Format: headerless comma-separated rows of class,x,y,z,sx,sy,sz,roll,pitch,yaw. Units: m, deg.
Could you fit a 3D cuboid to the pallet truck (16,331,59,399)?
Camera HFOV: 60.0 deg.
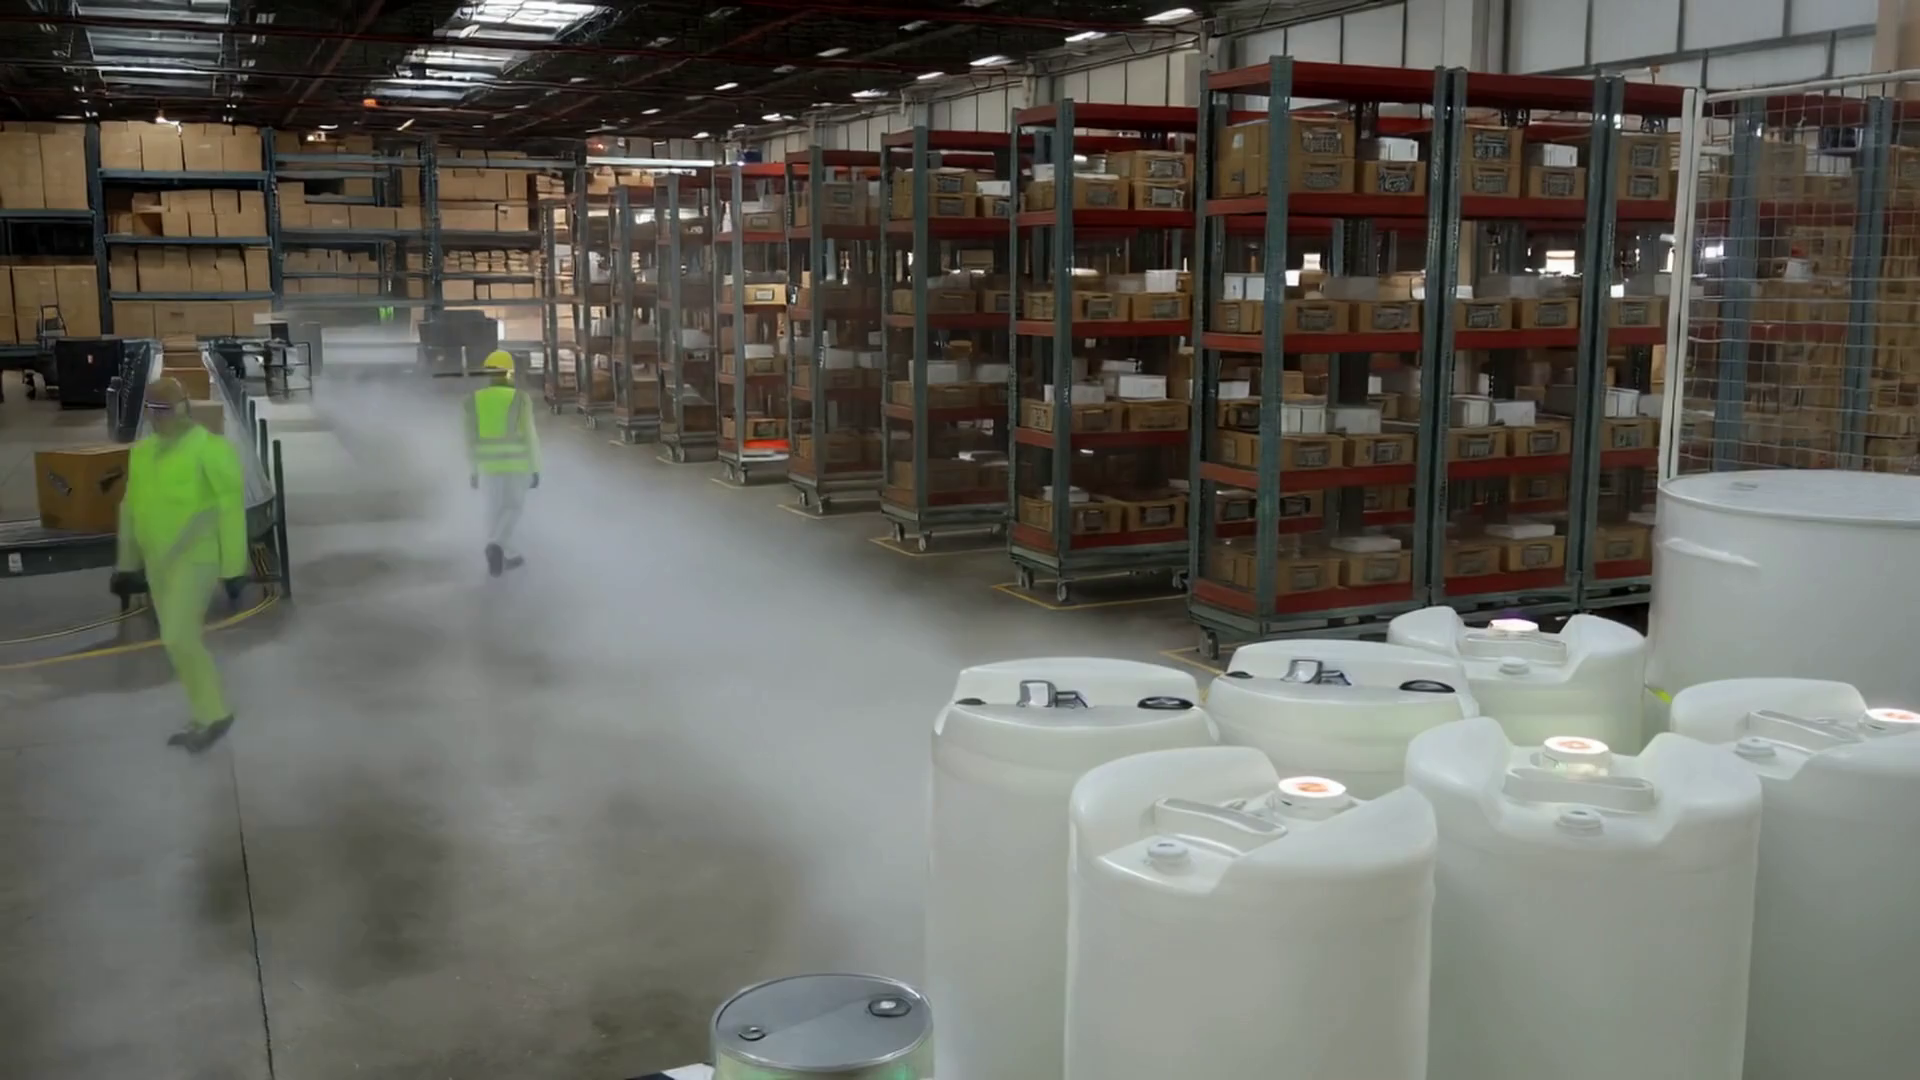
pallet truck,-17.082,-3.353,31.781,1.630,1.274,0.653,-4,10,-25

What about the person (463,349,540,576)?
person,-3.629,-0.602,13.148,0.596,1.808,0.740,2,9,10

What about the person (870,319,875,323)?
person,-2.941,-6.853,51.868,0.679,1.821,0.471,-7,11,-36

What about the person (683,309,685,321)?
person,-7.850,-6.011,46.321,0.512,1.921,0.573,-4,10,-22

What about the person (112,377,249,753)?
person,-3.955,0.130,8.361,0.648,1.890,0.520,5,10,26

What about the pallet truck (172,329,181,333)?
pallet truck,-17.275,-3.851,35.096,1.601,1.201,0.680,0,9,1

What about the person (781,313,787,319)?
person,-4.667,-5.984,45.954,0.622,1.992,0.395,-6,11,-31
